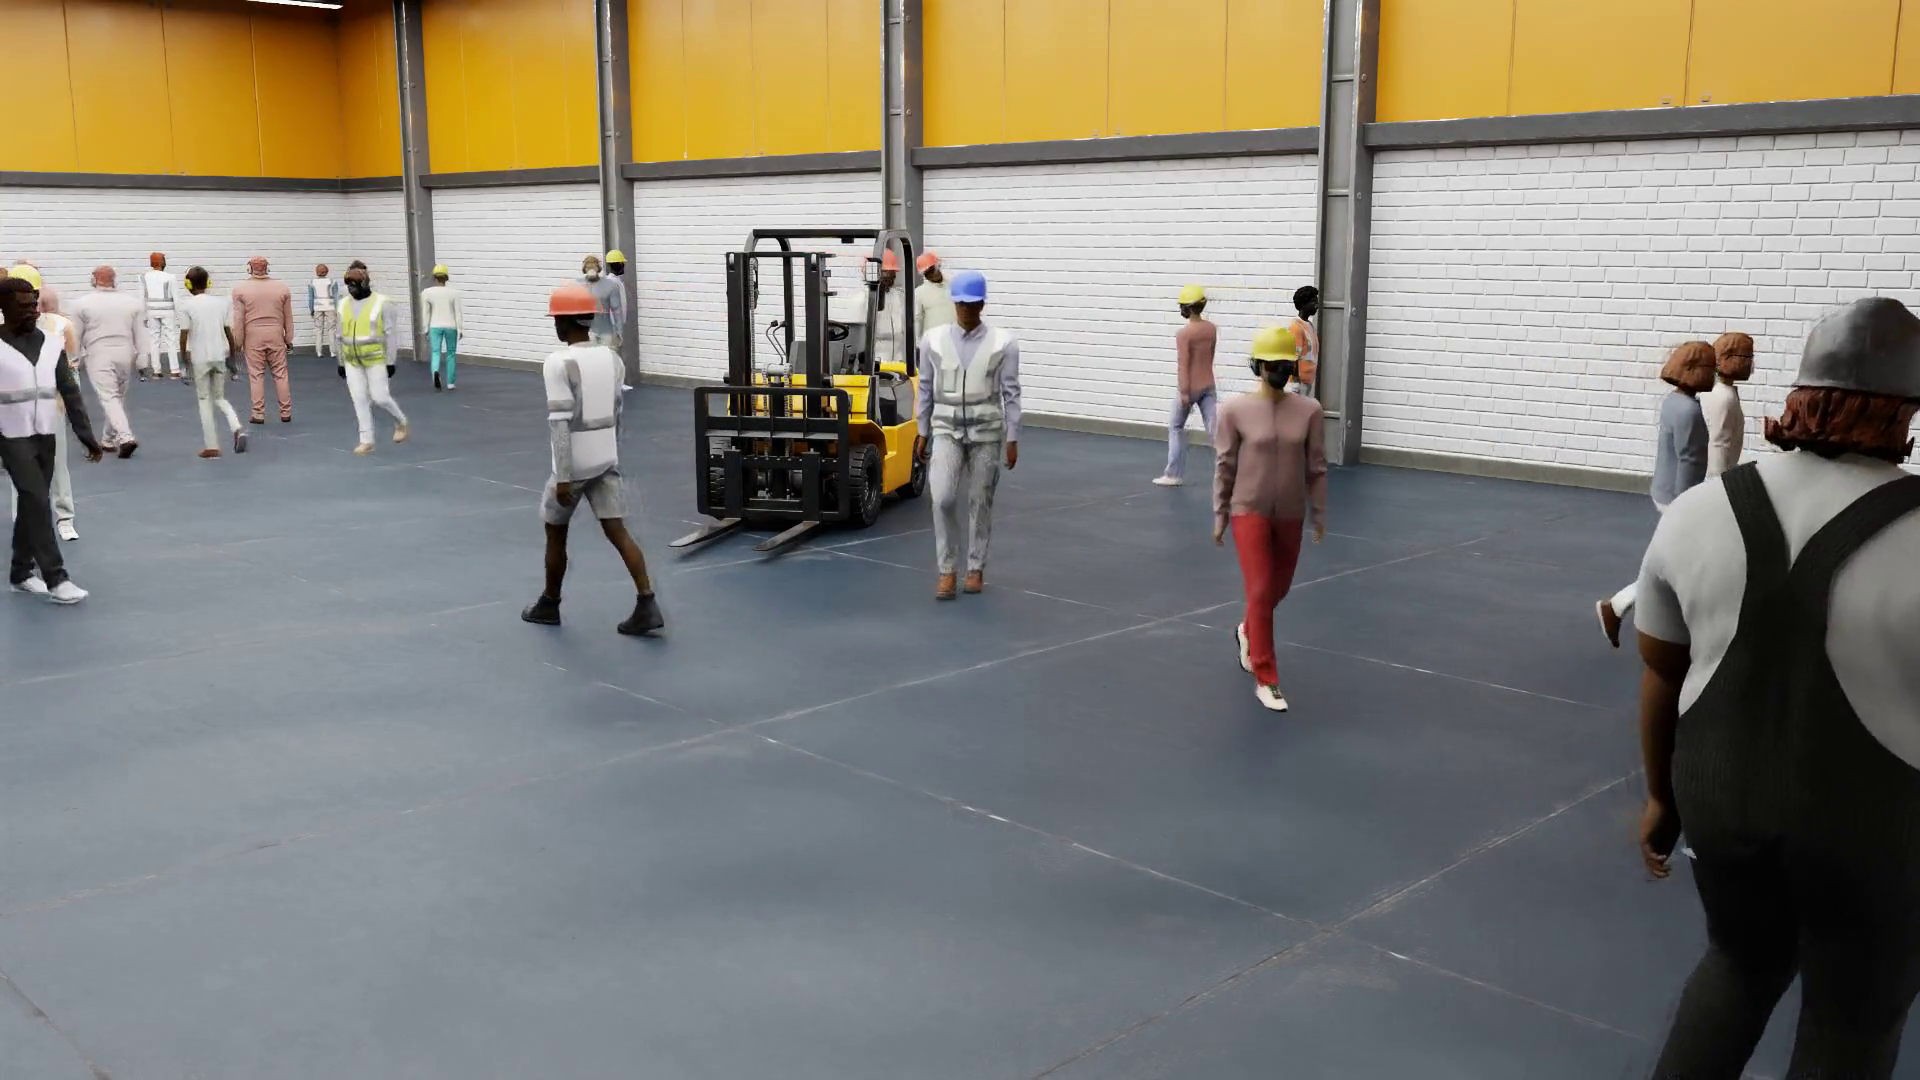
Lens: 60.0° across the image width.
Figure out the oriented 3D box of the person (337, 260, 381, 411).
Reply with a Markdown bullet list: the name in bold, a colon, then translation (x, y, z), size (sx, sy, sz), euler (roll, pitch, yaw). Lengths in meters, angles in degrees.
- **person**: translation (-7.163, -2.421, 19.899), size (0.513, 1.849, 0.745), euler (-3, 11, -18)

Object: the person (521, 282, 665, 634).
- **person**: translation (-1.980, -0.430, 8.907), size (0.977, 1.895, 0.559), euler (7, 12, 33)

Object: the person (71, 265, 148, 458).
- **person**: translation (-8.220, -1.731, 16.105), size (1.006, 1.857, 0.648), euler (8, 13, 38)

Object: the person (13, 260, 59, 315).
- **person**: translation (-10.445, -2.202, 18.669), size (0.662, 1.858, 1.017), euler (2, 11, 10)

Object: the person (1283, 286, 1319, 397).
- **person**: translation (3.037, -1.429, 14.900), size (0.321, 1.690, 0.532), euler (5, 11, 23)

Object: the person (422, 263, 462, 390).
- **person**: translation (-7.093, -2.912, 22.805), size (0.521, 1.752, 0.648), euler (-2, 11, -10)

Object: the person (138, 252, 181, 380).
- **person**: translation (-11.823, -3.312, 24.634), size (0.583, 1.882, 0.337), euler (-1, 10, -3)

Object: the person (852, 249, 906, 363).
- **person**: translation (-0.766, -1.650, 15.222), size (0.618, 2.018, 0.880), euler (-9, 14, -42)

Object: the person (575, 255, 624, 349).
- **person**: translation (-4.505, -2.574, 20.613), size (0.648, 1.890, 1.016), euler (-3, 11, -16)

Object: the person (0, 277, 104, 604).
- **person**: translation (-5.356, -0.572, 9.697), size (0.885, 1.886, 0.610), euler (4, 11, 20)

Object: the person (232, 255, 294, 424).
- **person**: translation (-7.915, -2.272, 18.900), size (0.653, 1.906, 0.405), euler (-8, 13, -36)

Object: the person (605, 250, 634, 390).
- **person**: translation (-4.754, -3.042, 23.032), size (0.364, 1.930, 0.588), euler (-4, 11, -19)

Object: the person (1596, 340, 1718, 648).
- **person**: translation (3.549, -0.191, 8.318), size (0.541, 1.616, 0.513), euler (3, 11, 14)

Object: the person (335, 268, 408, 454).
- **person**: translation (-5.834, -1.776, 16.455), size (0.638, 1.820, 0.579), euler (2, 11, 10)

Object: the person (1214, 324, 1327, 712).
- **person**: translation (1.423, -0.143, 7.756), size (0.527, 1.740, 0.811), euler (-2, 11, -11)

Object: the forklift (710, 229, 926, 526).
- **forklift**: translation (-1.050, -1.319, 12.920), size (1.214, 2.155, 2.313), euler (2, 11, 13)

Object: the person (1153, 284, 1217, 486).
- **person**: translation (2.024, -1.278, 13.950), size (0.518, 1.734, 0.855), euler (-8, 13, -38)

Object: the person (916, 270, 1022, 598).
- **person**: translation (0.039, -0.604, 9.741), size (0.645, 1.924, 0.687), euler (1, 10, 6)

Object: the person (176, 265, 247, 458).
- **person**: translation (-7.149, -1.686, 15.869), size (0.508, 1.851, 0.542), euler (7, 12, 33)

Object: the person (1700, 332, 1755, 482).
- **person**: translation (4.048, -0.299, 8.913), size (0.280, 1.624, 0.494), euler (3, 11, 18)

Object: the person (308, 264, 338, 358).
- **person**: translation (-11.113, -4.000, 29.072), size (0.524, 1.637, 0.313), euler (0, 10, -1)

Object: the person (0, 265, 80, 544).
- **person**: translation (-6.426, -0.938, 11.562), size (0.585, 1.930, 0.365), euler (-6, 12, -28)

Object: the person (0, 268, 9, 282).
- **person**: translation (-14.703, -3.374, 25.654), size (0.284, 1.633, 0.500), euler (4, 11, 22)

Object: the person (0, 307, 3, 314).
- **person**: translation (-9.787, -1.922, 16.809), size (0.640, 1.978, 1.080), euler (-4, 11, -22)

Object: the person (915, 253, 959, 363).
- **person**: translation (-0.207, -2.134, 18.080), size (0.674, 1.951, 0.411), euler (-2, 11, -10)
